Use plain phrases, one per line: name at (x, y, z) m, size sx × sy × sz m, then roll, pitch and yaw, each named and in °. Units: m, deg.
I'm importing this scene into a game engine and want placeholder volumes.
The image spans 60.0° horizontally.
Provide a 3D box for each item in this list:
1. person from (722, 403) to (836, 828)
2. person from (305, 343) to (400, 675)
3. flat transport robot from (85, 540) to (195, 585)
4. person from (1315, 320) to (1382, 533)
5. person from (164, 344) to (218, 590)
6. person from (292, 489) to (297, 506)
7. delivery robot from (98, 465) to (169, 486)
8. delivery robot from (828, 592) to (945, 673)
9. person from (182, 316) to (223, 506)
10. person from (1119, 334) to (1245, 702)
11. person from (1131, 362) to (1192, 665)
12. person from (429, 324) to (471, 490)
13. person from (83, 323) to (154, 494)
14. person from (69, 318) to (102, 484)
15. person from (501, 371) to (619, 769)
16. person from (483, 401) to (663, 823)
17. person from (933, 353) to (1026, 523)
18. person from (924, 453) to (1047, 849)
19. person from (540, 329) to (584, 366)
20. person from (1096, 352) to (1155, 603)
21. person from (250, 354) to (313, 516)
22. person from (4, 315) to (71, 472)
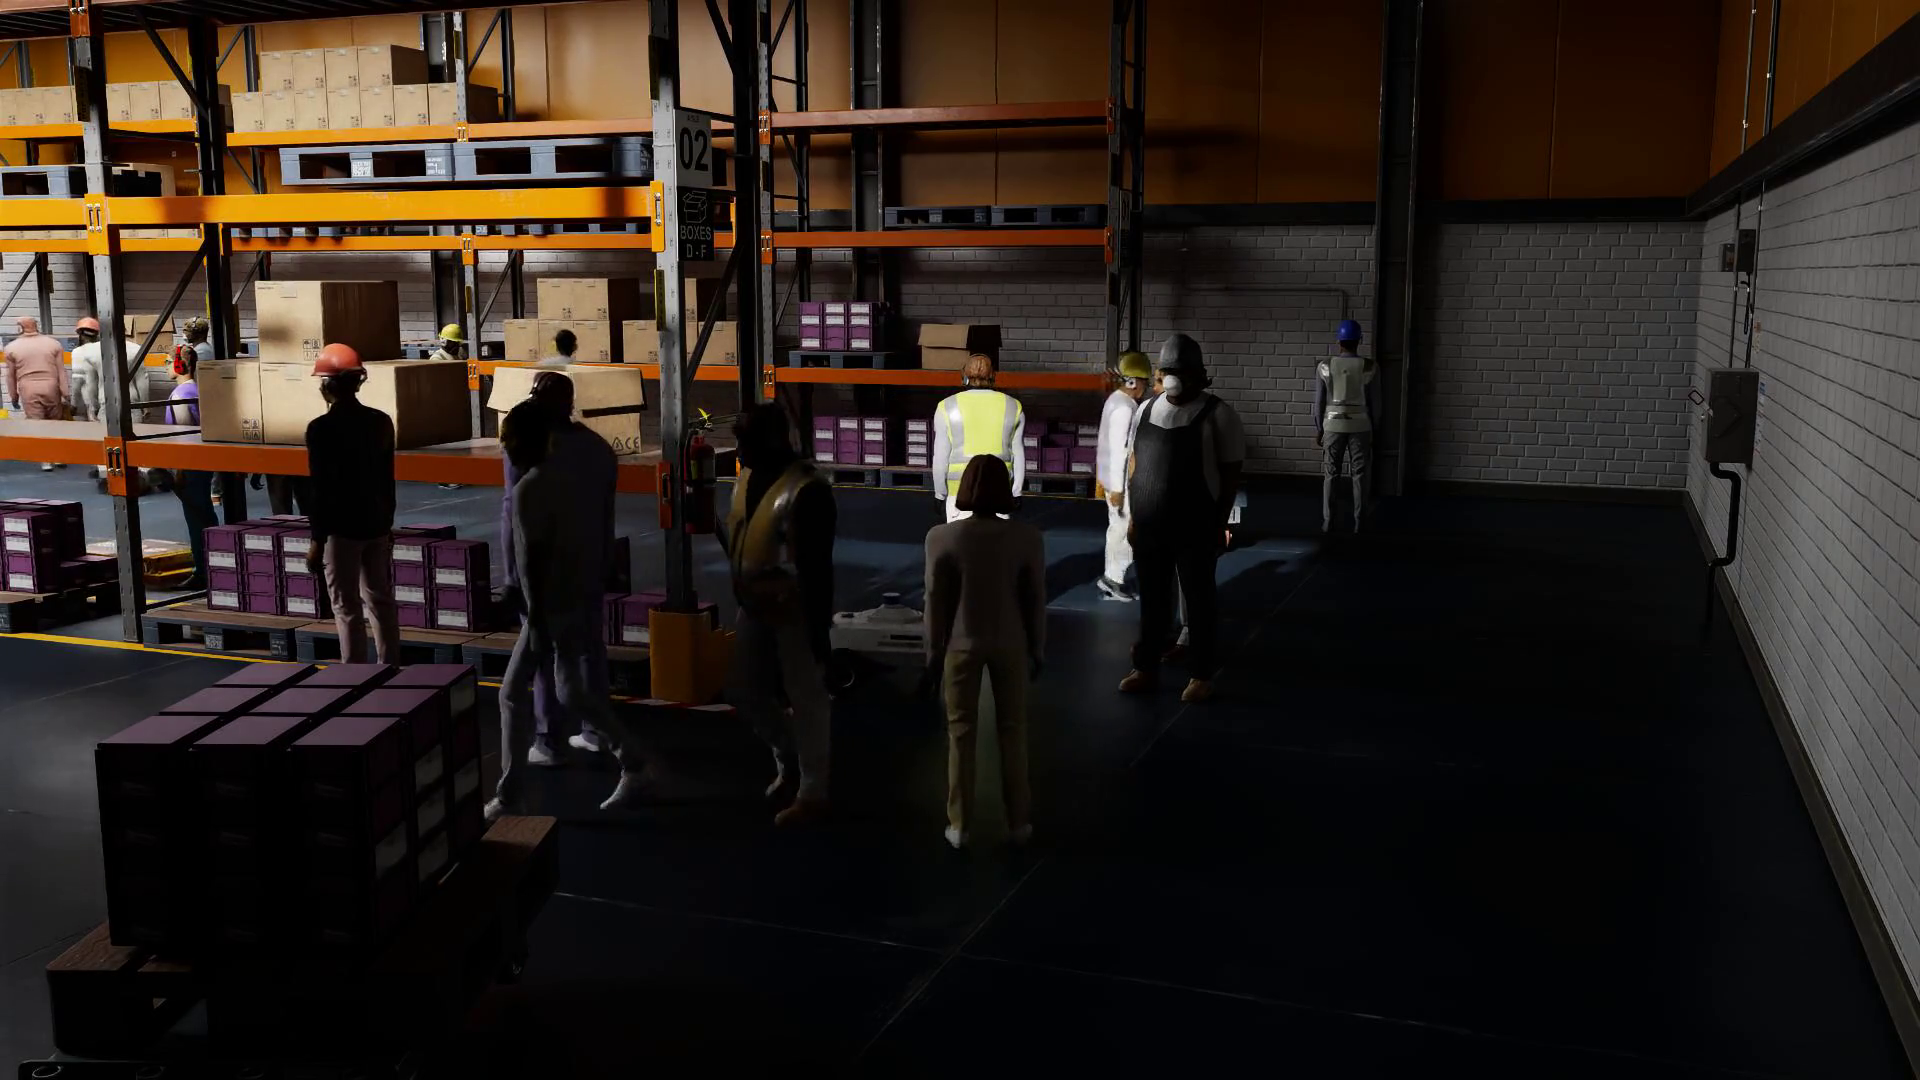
person at (-0.750, 0.322, 7.168) m, size 0.436 × 1.820 × 0.725 m, roll -8°, pitch 12°, yaw -42°
person at (-3.284, -0.057, 8.956) m, size 0.396 × 1.991 × 0.633 m, roll 3°, pitch 10°, yaw 20°
flat transport robot at (-6.437, 0.153, 13.036) m, size 1.431 × 0.197 × 0.652 m, roll 5°, pitch 10°, yaw 29°
person at (3.544, -1.030, 15.206) m, size 0.605 × 1.951 × 0.381 m, roll 3°, pitch 10°, yaw 18°
person at (-5.756, -0.546, 12.505) m, size 0.387 × 1.842 × 0.566 m, roll -1°, pitch 9°, yaw -9°
person at (-6.690, -1.262, 16.994) m, size 0.328 × 1.844 × 0.514 m, roll 1°, pitch 9°, yaw 5°
delivery robot at (-8.909, -0.812, 17.916) m, size 0.707 × 0.478 × 0.477 m, roll 2°, pitch 9°, yaw 14°
delivery robot at (-0.385, 0.541, 9.415) m, size 0.707 × 0.478 × 0.477 m, roll 2°, pitch 9°, yaw 10°
person at (-7.745, -1.314, 17.029) m, size 0.372 × 1.940 × 0.630 m, roll -2°, pitch 9°, yaw -10°
person at (1.193, -0.125, 9.245) m, size 0.681 × 2.000 × 0.538 m, roll 6°, pitch 11°, yaw 35°
person at (1.305, -0.190, 10.133) m, size 0.353 × 1.886 × 0.572 m, roll -4°, pitch 10°, yaw -26°
person at (-5.619, -1.472, 18.393) m, size 0.403 × 1.818 × 0.597 m, roll 1°, pitch 9°, yaw 8°
person at (-9.033, -1.447, 17.883) m, size 0.627 × 1.934 × 0.371 m, roll -1°, pitch 9°, yaw -7°
person at (-9.830, -1.584, 18.965) m, size 0.809 × 1.884 × 0.586 m, roll 2°, pitch 9°, yaw 12°
person at (-1.948, 0.138, 8.052) m, size 0.400 × 1.900 × 0.646 m, roll 7°, pitch 11°, yaw 36°
person at (-1.723, 0.312, 7.200) m, size 0.747 × 1.822 × 0.532 m, roll 2°, pitch 9°, yaw 11°
person at (0.123, -0.321, 11.095) m, size 0.634 × 1.842 × 0.429 m, roll -2°, pitch 9°, yaw -11°
person at (0.104, 0.461, 6.838) m, size 0.507 × 1.631 × 0.266 m, roll 0°, pitch 9°, yaw -1°
person at (-4.030, -1.193, 16.651) m, size 0.585 × 1.827 × 0.927 m, roll 1°, pitch 9°, yaw 5°
person at (1.191, -0.442, 11.941) m, size 0.425 × 1.809 × 0.588 m, roll 0°, pitch 9°, yaw -2°
person at (-5.102, -0.600, 12.579) m, size 0.382 × 1.928 × 0.587 m, roll 6°, pitch 11°, yaw 35°
person at (-11.161, -1.773, 20.133) m, size 0.656 × 1.862 × 0.907 m, roll -6°, pitch 11°, yaw -32°
